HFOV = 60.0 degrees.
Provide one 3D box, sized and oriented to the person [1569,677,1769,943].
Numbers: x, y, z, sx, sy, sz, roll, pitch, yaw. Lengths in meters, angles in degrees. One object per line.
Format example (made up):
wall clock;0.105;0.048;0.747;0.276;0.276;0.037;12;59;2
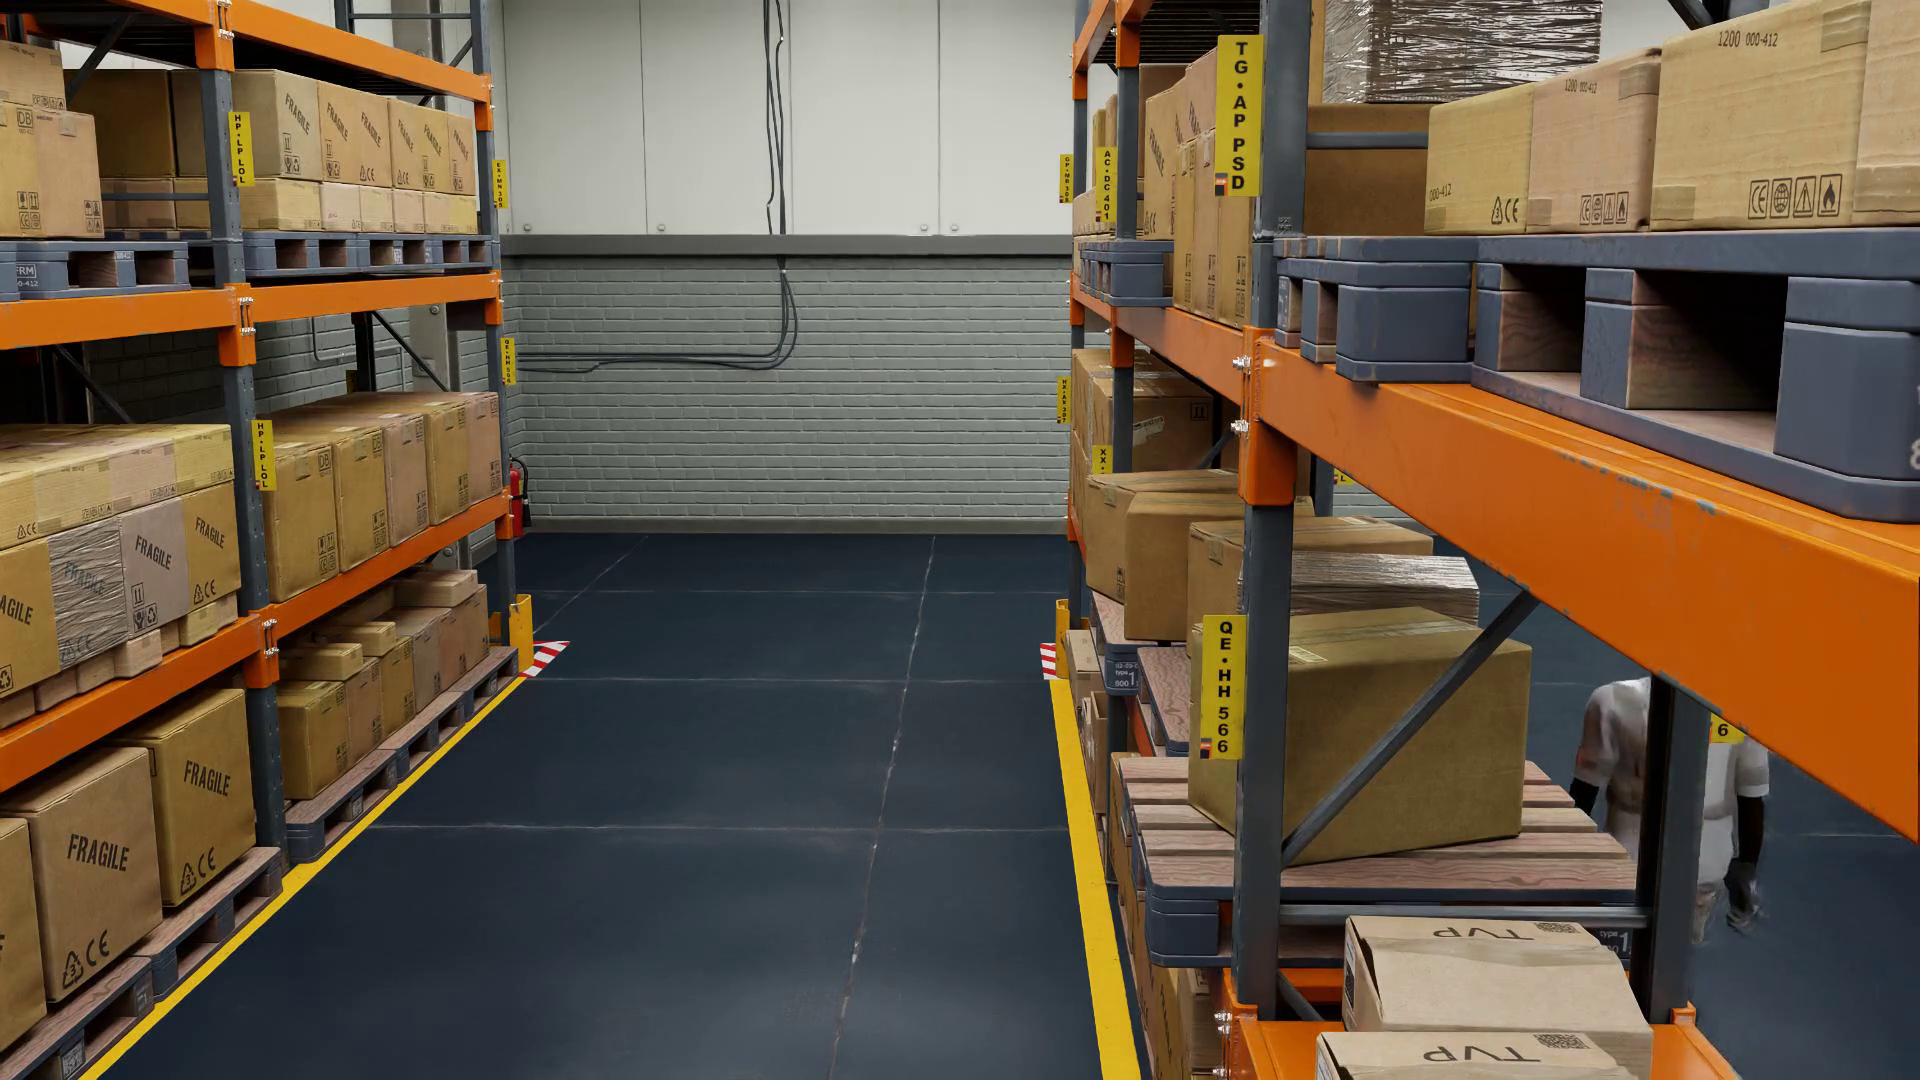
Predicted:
person;2.388;1.061;5.781;0.615;1.917;0.986;-1;10;-4
